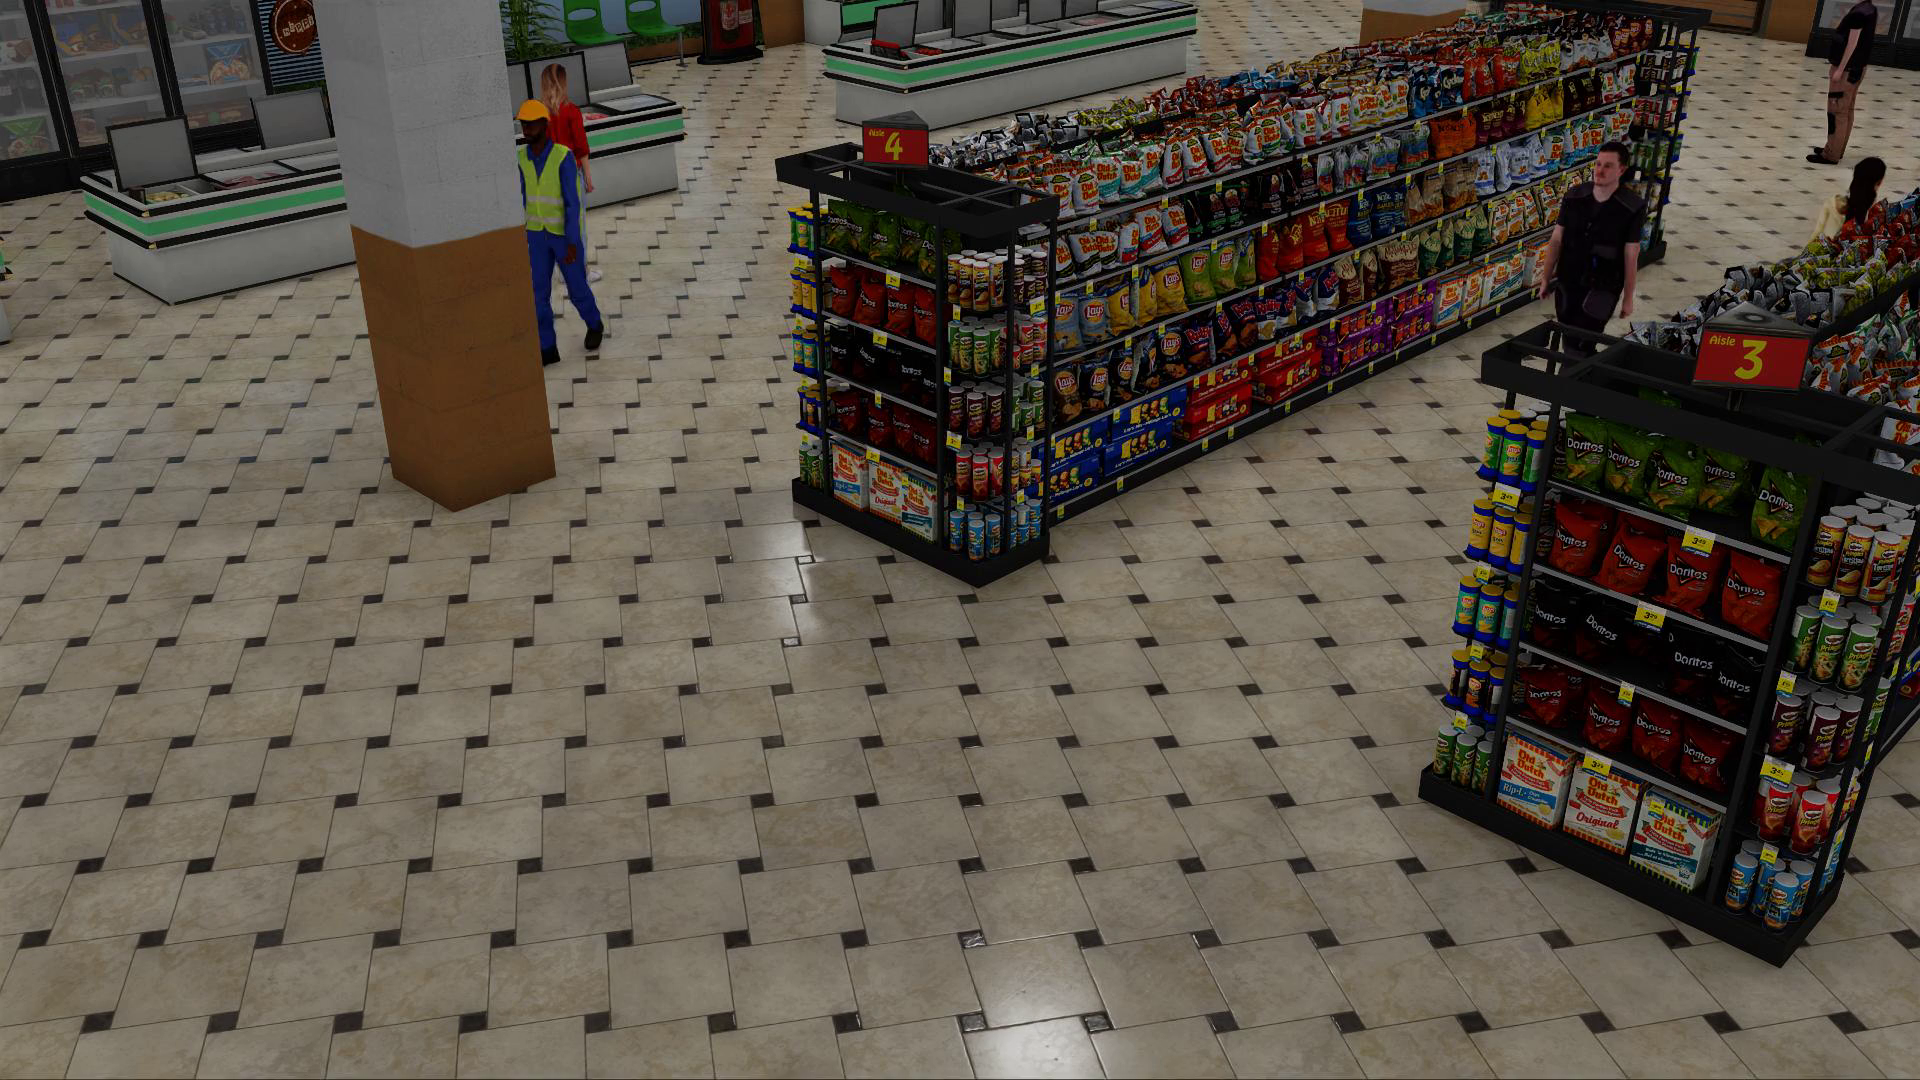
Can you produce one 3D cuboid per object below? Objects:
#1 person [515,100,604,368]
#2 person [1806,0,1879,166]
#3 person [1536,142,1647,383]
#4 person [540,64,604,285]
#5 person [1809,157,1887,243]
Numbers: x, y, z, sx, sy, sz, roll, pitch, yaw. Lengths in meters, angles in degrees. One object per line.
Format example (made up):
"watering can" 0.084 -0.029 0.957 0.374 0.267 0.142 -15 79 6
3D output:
"person" -2.737 -2.107 11.426 0.973 1.786 1.161 7 28 13
"person" 8.782 -4.664 16.405 0.773 1.842 0.574 18 32 32
"person" 3.919 -1.542 10.282 1.217 1.812 0.819 -19 33 -33
"person" -3.087 -2.845 12.971 0.686 1.705 0.666 8 28 16
"person" 5.615 -1.604 10.636 0.648 1.603 1.068 24 35 38
